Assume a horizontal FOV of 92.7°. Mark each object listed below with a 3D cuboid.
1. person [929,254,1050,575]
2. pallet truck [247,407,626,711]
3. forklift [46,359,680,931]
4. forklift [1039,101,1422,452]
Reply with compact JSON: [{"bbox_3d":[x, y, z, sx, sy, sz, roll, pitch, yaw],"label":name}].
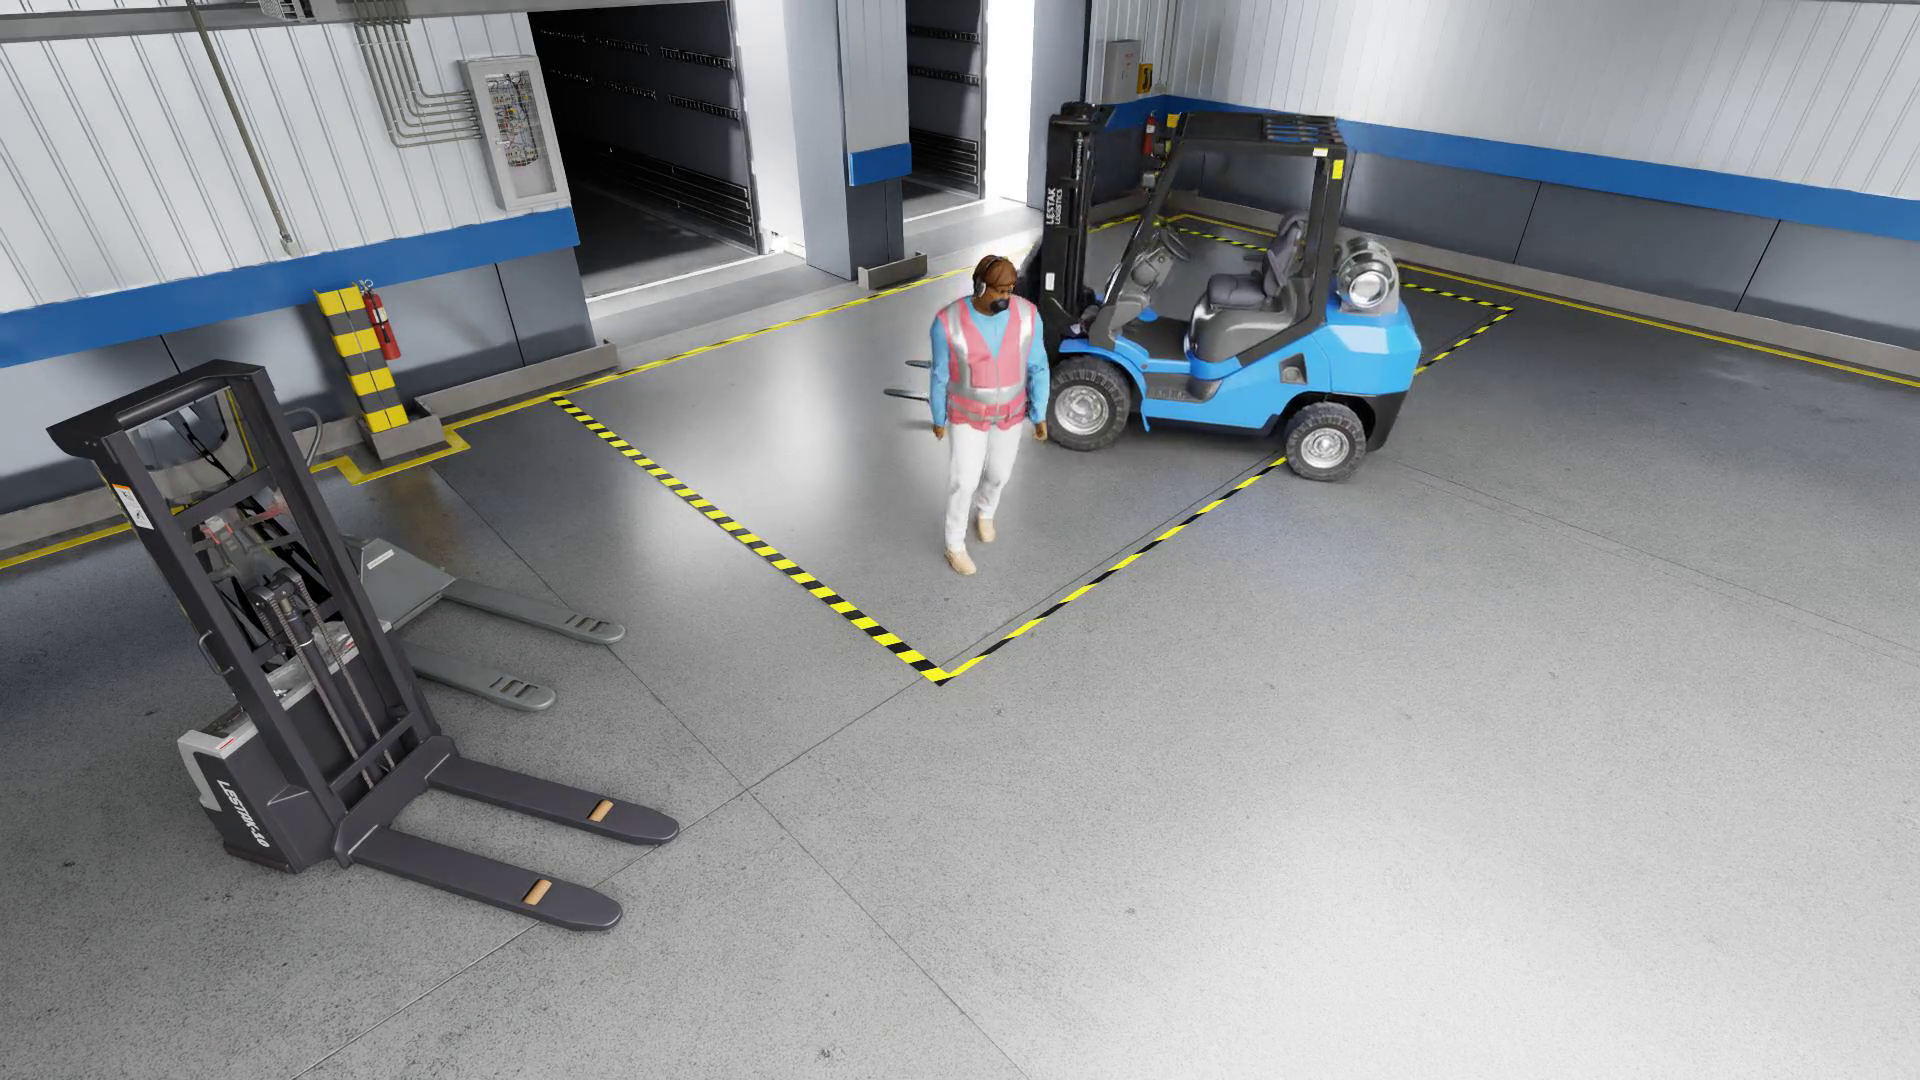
[{"bbox_3d":[0.158,-0.710,5.178,0.643,1.807,0.598,-9,35,-14],"label":"person"},{"bbox_3d":[-2.628,0.038,4.590,1.601,1.201,0.680,12,36,18],"label":"pallet truck"},{"bbox_3d":[-2.135,0.422,3.354,1.885,1.965,0.823,10,35,14],"label":"forklift"},{"bbox_3d":[1.788,-1.840,6.364,2.680,2.036,1.157,8,35,12],"label":"forklift"}]
